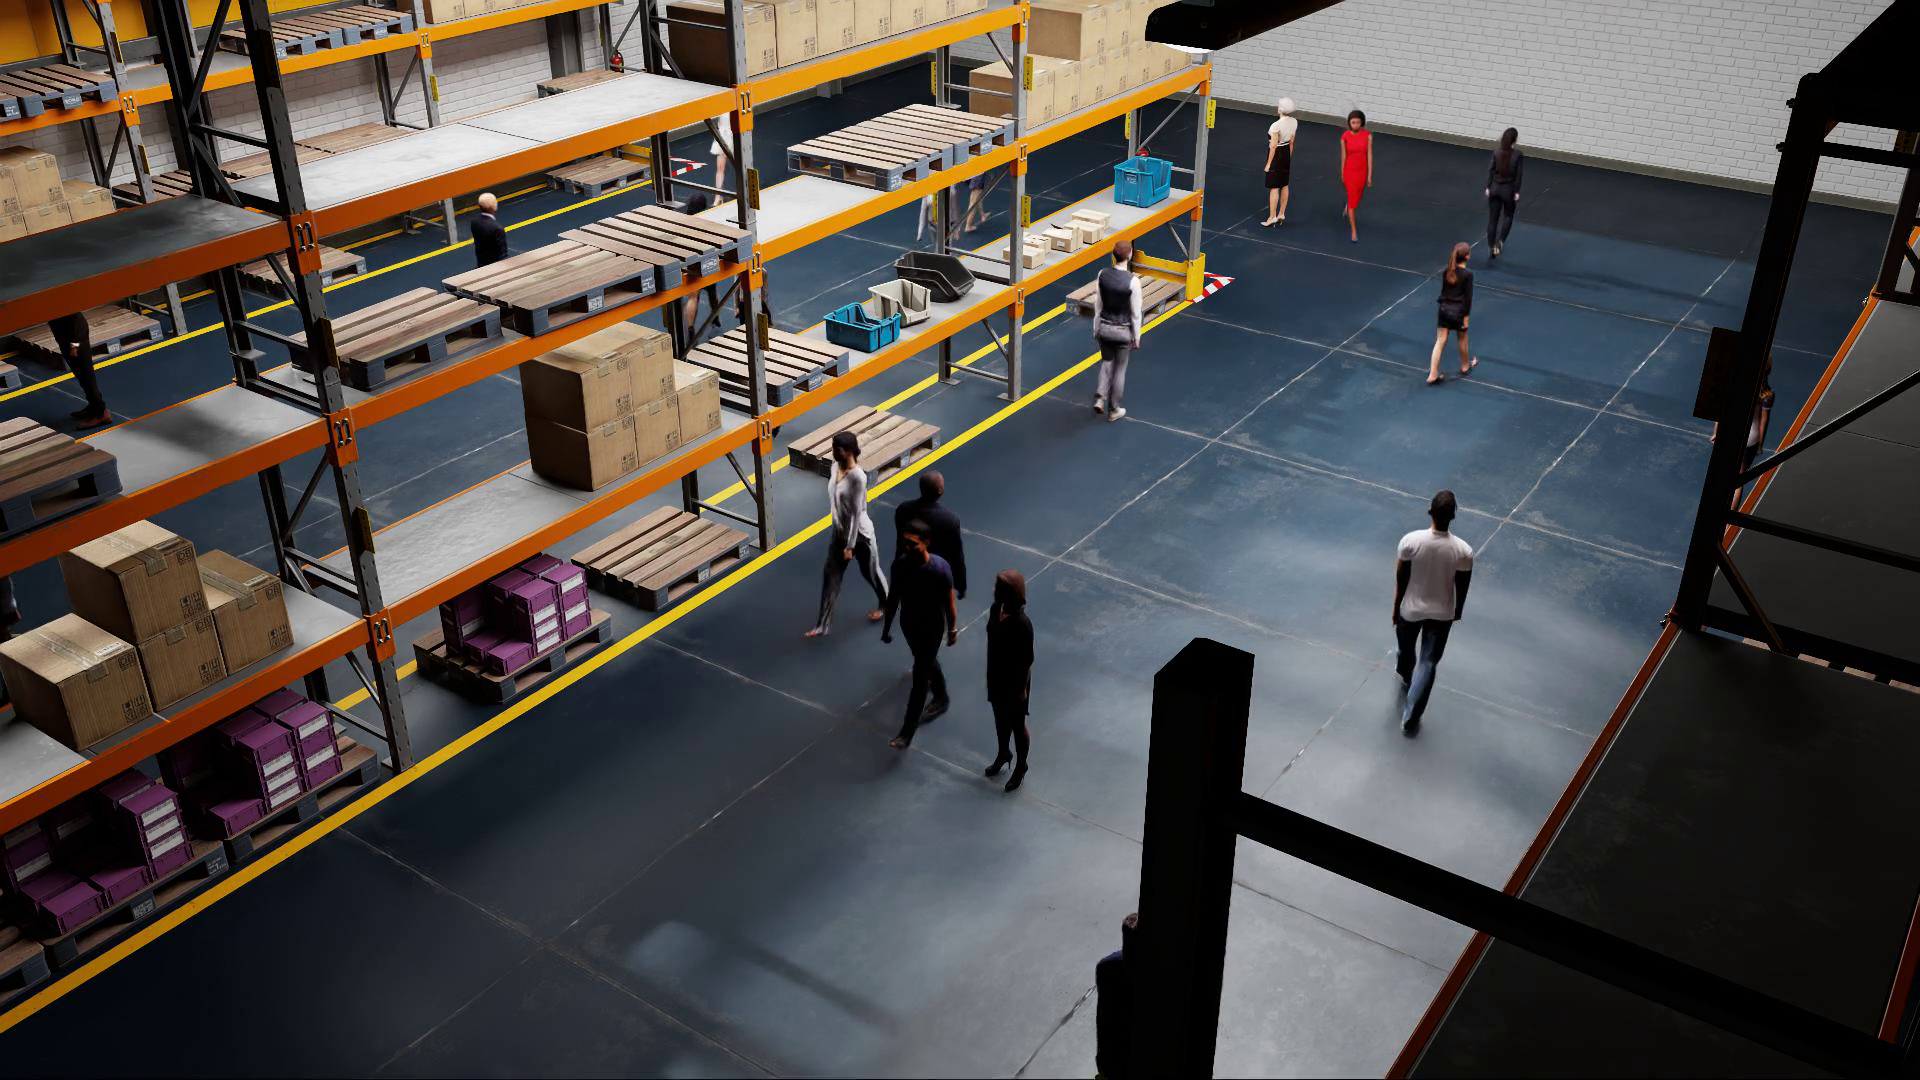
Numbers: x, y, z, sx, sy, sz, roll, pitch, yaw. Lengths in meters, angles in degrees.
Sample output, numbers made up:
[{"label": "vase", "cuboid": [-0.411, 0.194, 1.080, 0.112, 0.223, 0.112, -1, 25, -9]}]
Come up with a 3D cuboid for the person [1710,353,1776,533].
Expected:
[{"label": "person", "cuboid": [6.923, -0.889, 14.814, 0.598, 1.732, 0.539, 20, 34, 32]}]

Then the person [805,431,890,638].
[{"label": "person", "cuboid": [-0.785, -0.058, 13.293, 1.139, 1.729, 0.735, -24, 37, -37]}]

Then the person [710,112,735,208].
[{"label": "person", "cuboid": [-3.171, -5.599, 23.438, 0.731, 1.742, 1.045, 13, 31, 23]}]

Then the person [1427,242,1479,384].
[{"label": "person", "cuboid": [5.237, -2.404, 17.803, 1.007, 1.529, 0.670, -25, 37, -38]}]

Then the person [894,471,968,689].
[{"label": "person", "cuboid": [-0.295, 0.345, 12.477, 0.738, 1.803, 0.686, 16, 32, 27]}]

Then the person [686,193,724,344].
[{"label": "person", "cuboid": [-2.976, -3.023, 18.785, 0.939, 1.675, 1.144, 5, 29, 9]}]

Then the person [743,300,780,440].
[{"label": "person", "cuboid": [-1.950, -1.729, 16.634, 0.613, 1.464, 0.588, 14, 32, 24]}]

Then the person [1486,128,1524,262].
[{"label": "person", "cuboid": [6.926, -4.404, 21.289, 0.627, 1.702, 0.616, 16, 32, 26]}]

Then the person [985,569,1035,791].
[{"label": "person", "cuboid": [0.341, 0.952, 11.466, 0.612, 1.705, 0.647, -18, 33, -30]}]

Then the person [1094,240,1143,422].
[{"label": "person", "cuboid": [1.532, -2.077, 16.793, 0.675, 1.922, 0.715, 17, 33, 28]}]

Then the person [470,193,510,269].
[{"label": "person", "cuboid": [-5.256, -2.960, 18.567, 0.716, 1.774, 1.146, 17, 33, 28]}]

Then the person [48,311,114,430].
[{"label": "person", "cuboid": [-8.970, -2.072, 16.804, 0.781, 1.903, 0.793, -15, 32, -25]}]

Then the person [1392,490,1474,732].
[{"label": "person", "cuboid": [3.377, 0.556, 12.073, 0.870, 1.820, 1.208, 11, 30, 19]}]

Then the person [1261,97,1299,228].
[{"label": "person", "cuboid": [4.341, -5.122, 22.549, 0.581, 1.756, 0.744, -21, 35, -33]}]

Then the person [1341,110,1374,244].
[{"label": "person", "cuboid": [5.248, -4.866, 22.130, 0.980, 1.709, 1.138, -2, 29, -3]}]

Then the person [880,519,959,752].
[{"label": "person", "cuboid": [-0.217, 0.606, 12.064, 0.682, 1.741, 1.103, 17, 33, 28]}]
